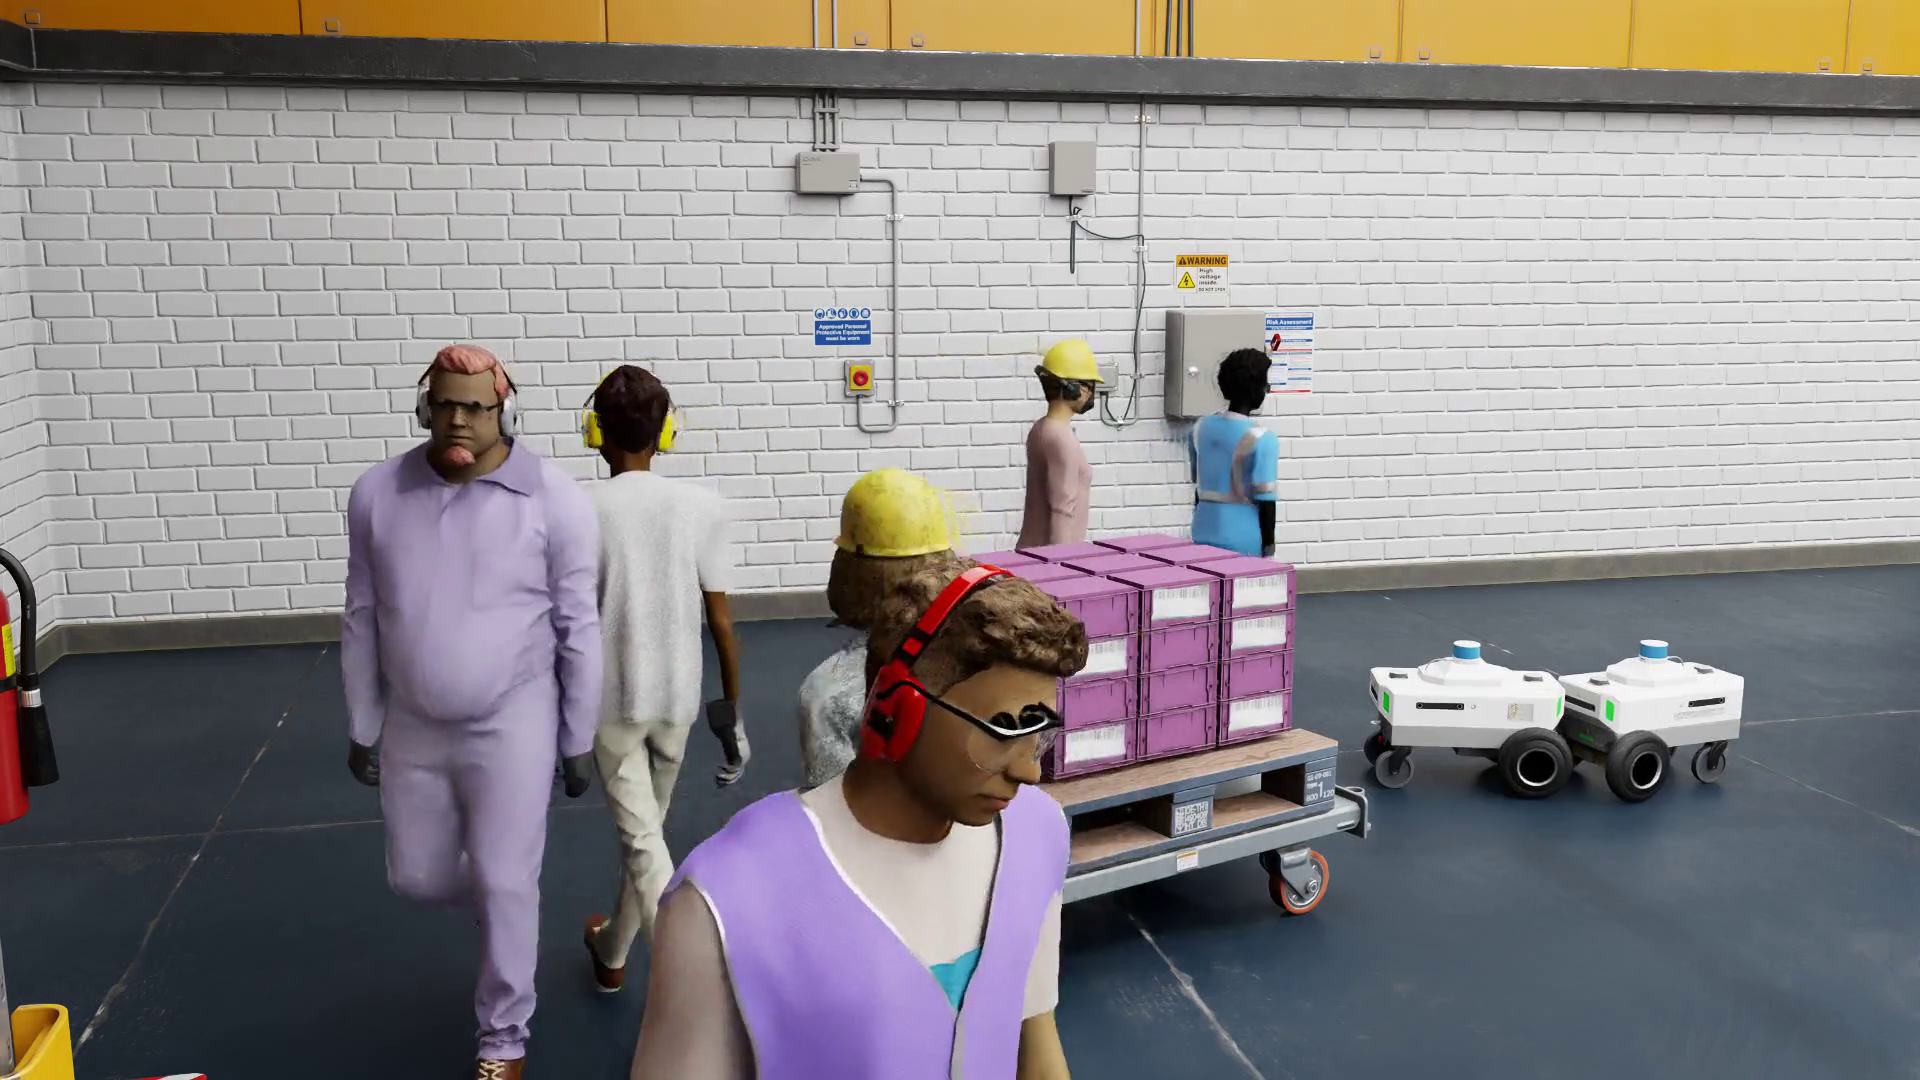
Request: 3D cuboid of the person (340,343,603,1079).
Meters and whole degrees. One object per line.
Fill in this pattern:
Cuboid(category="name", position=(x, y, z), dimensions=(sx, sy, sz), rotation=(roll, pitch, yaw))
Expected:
Cuboid(category="person", position=(-1.215, 0.441, 4.210), dimensions=(0.656, 1.884, 0.665), rotation=(1, 10, 6))

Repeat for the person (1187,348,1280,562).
Cuboid(category="person", position=(1.139, 0.019, 7.125), dimensions=(0.530, 1.679, 0.542), rotation=(-6, 12, -32))

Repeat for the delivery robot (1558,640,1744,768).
Cuboid(category="delivery robot", position=(2.722, 0.638, 6.556), dimensions=(0.707, 0.478, 0.477), rotation=(-4, 11, -20))

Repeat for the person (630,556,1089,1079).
Cuboid(category="person", position=(-0.064, 0.914, 1.852), dimensions=(0.911, 1.787, 0.644), rotation=(9, 14, 40))

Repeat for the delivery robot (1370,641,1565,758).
Cuboid(category="delivery robot", position=(1.982, 0.640, 6.543), dimensions=(0.707, 0.478, 0.477), rotation=(1, 10, 6))

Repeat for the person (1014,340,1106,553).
Cuboid(category="person", position=(0.406, 0.090, 6.550), dimensions=(0.604, 1.738, 0.555), rotation=(-2, 10, -11))

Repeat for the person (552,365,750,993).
Cuboid(category="person", position=(-0.861, 0.457, 4.357), dimensions=(0.556, 1.807, 0.998), rotation=(-6, 12, -30))

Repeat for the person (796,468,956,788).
Cuboid(category="person", position=(-0.053, 0.723, 3.132), dimensions=(0.487, 1.717, 0.736), rotation=(-6, 12, -29))
